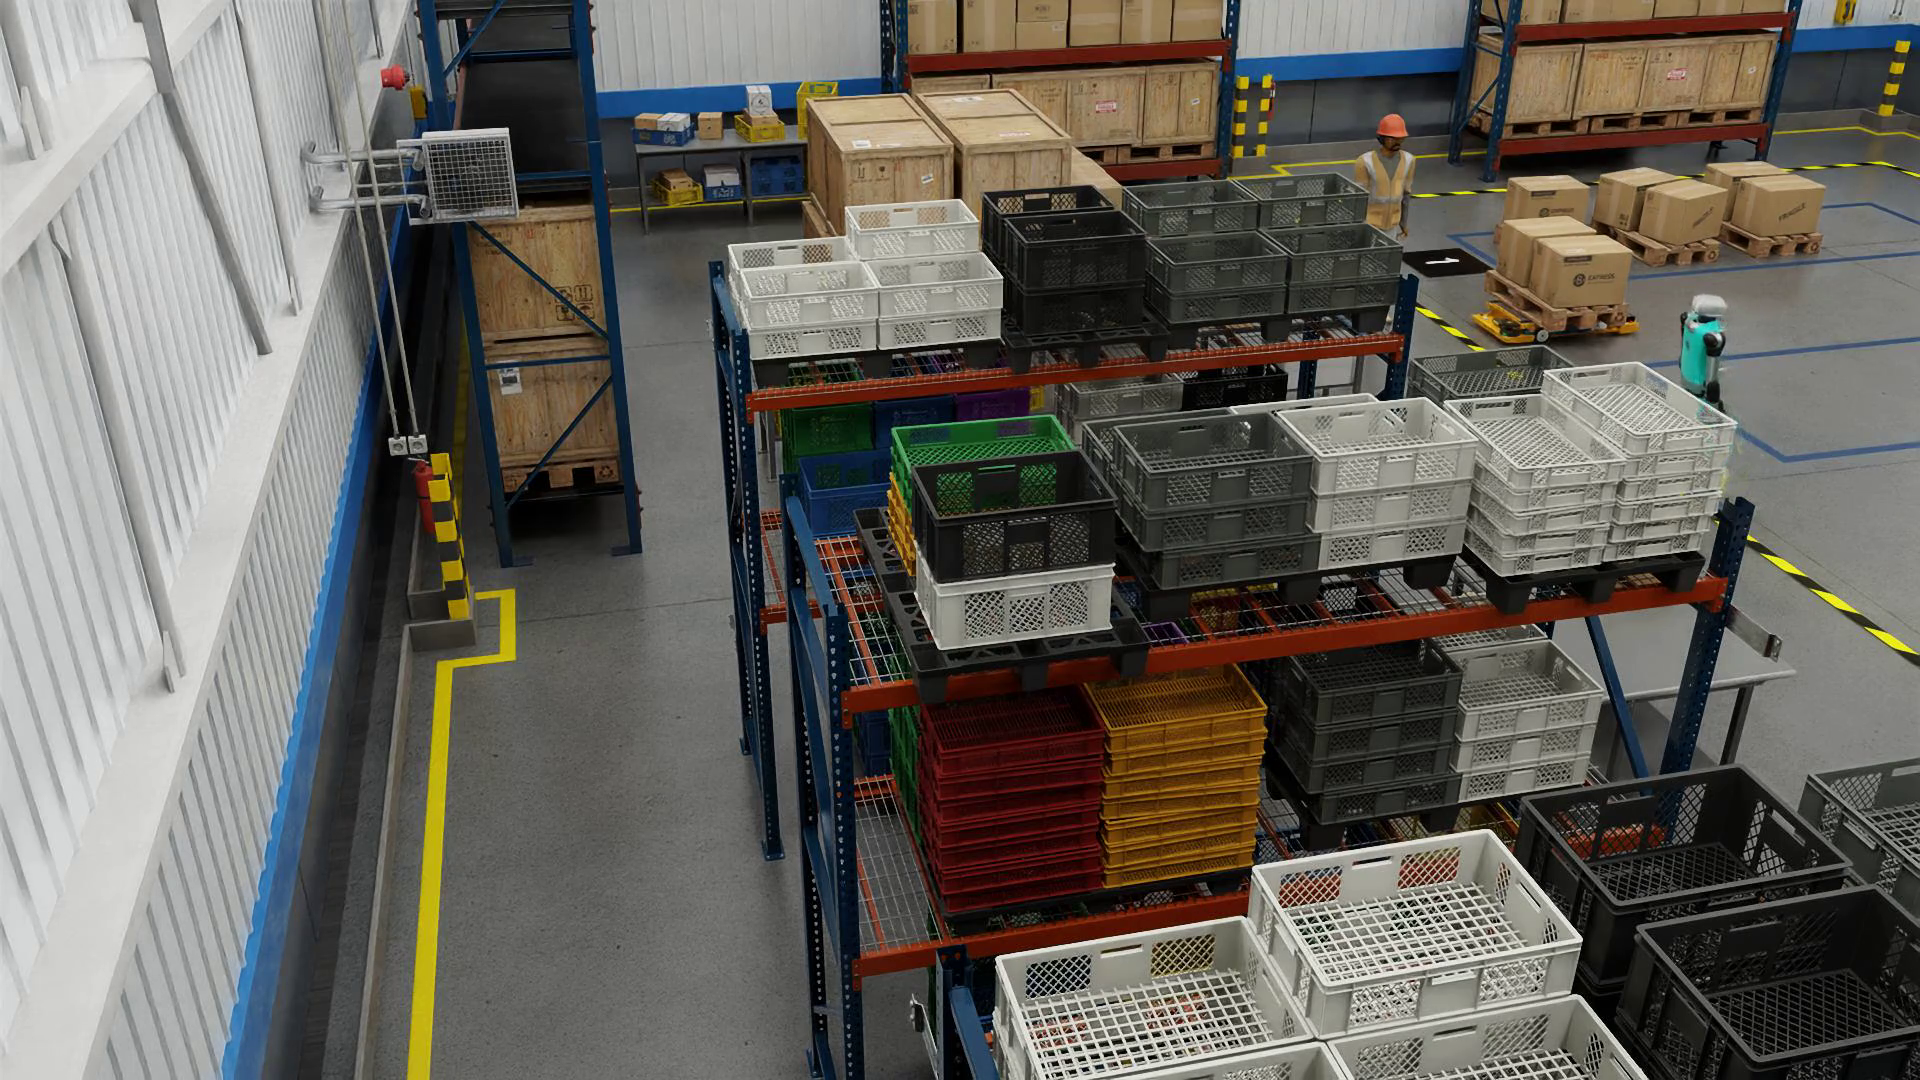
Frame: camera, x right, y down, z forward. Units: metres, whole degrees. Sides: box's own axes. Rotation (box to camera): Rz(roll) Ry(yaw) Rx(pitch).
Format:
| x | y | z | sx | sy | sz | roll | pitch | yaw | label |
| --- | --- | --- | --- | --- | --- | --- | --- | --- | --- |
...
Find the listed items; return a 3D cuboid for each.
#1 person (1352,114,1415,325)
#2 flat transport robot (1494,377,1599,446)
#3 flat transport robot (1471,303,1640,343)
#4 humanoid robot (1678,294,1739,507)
| x | y | z | sx | sy | sz | roll | pitch | yaw | label |
| --- | --- | --- | --- | --- | --- | --- | --- | --- | --- |
| 4.027 | -3.051 | 15.930 | 0.612 | 2.047 | 0.360 | -7 | 29 | -12 | person |
| 4.780 | -1.036 | 14.013 | 0.659 | 0.231 | 1.431 | -6 | 28 | -12 | flat transport robot |
| 5.776 | -2.164 | 16.122 | 1.431 | 0.197 | 0.652 | -6 | 28 | -12 | flat transport robot |
| 5.604 | -0.912 | 12.313 | 0.766 | 1.871 | 0.541 | -1 | 28 | -2 | humanoid robot |
